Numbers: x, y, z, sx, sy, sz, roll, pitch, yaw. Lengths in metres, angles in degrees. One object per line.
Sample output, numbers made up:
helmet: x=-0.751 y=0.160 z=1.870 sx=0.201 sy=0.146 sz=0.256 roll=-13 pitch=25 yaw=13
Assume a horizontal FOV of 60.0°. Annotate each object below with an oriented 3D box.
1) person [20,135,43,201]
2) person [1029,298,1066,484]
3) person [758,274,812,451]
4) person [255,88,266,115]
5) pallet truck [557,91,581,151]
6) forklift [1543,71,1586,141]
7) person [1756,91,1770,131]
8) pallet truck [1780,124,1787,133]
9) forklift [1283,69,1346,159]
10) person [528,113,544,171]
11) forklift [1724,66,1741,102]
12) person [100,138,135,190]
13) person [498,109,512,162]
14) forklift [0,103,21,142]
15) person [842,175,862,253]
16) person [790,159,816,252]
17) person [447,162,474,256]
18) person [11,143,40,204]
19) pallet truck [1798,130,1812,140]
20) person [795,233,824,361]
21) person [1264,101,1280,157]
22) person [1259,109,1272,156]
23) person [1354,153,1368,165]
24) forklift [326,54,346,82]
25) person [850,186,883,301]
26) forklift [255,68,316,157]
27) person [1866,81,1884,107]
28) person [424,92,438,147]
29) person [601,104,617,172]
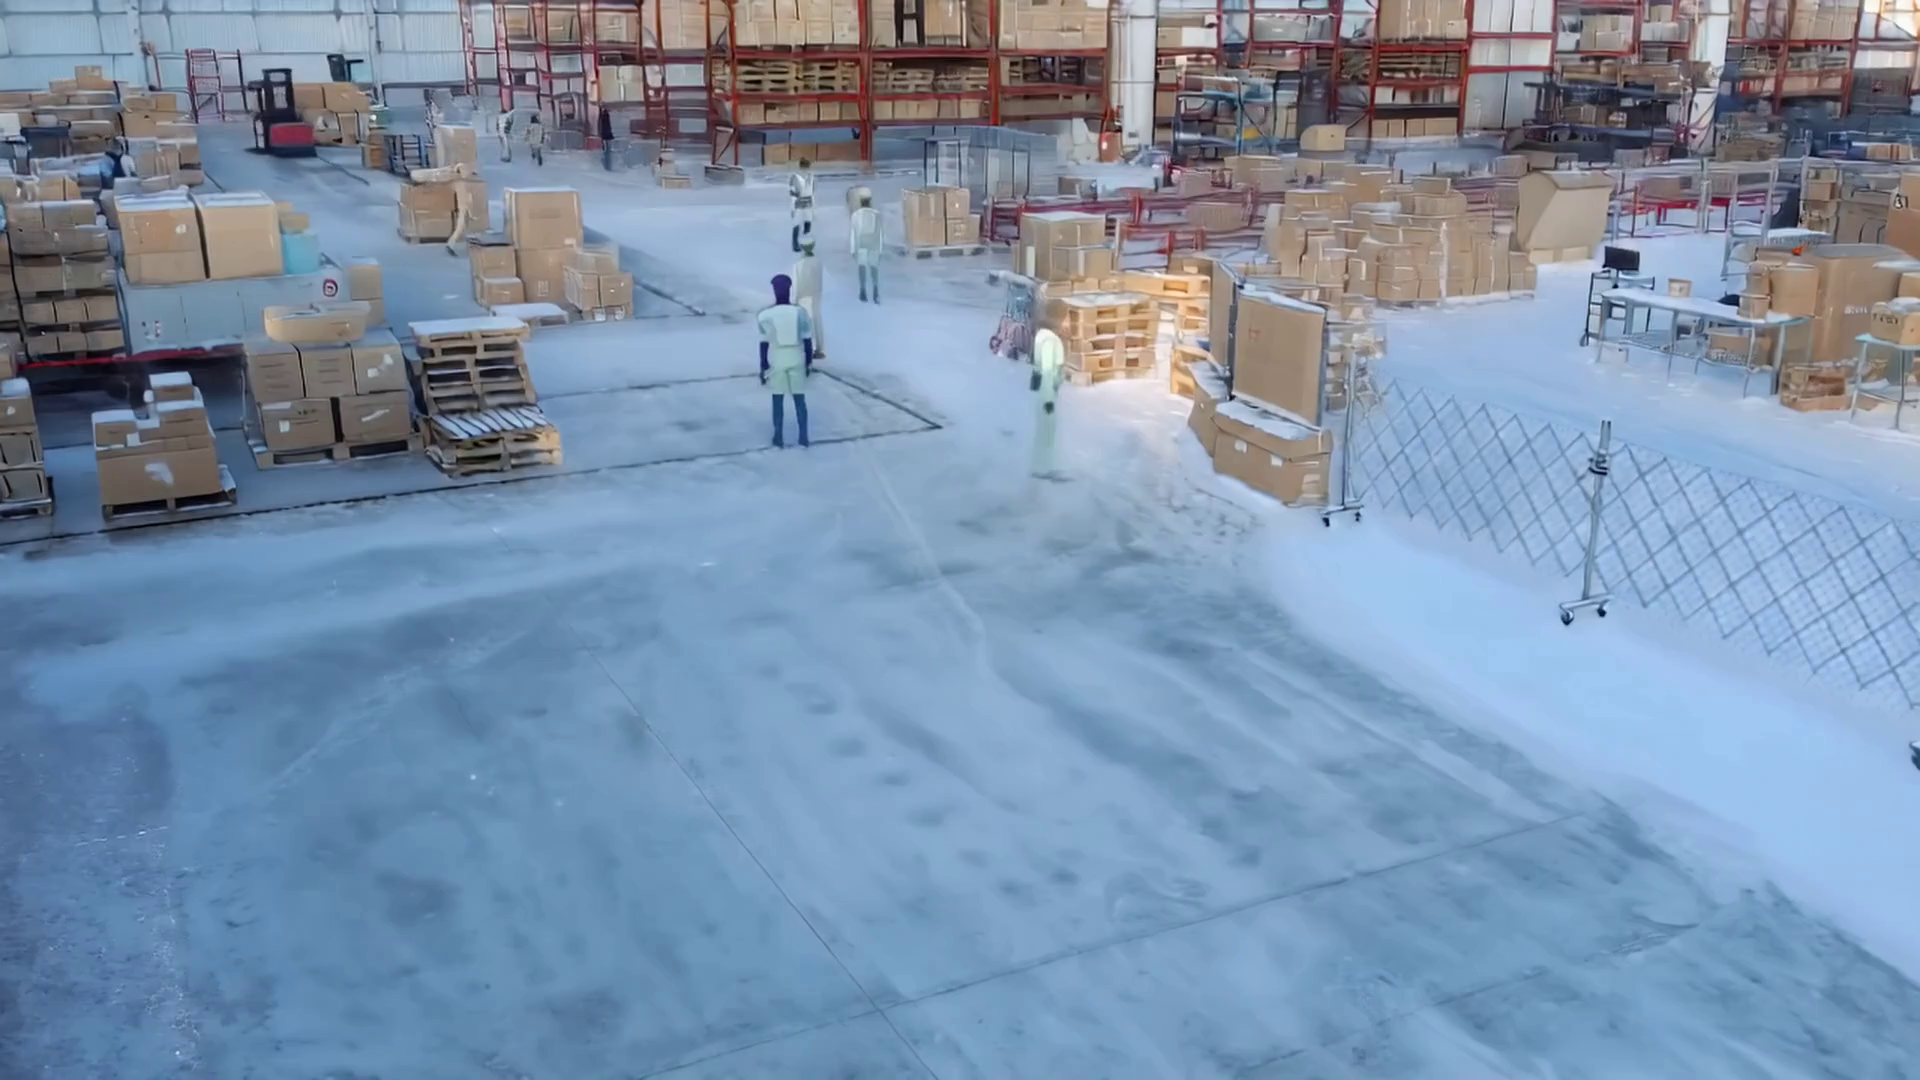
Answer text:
person: x=-23.685 y=-9.467 z=42.350 sx=0.511 sy=1.641 sz=0.307 roll=6 pitch=19 yaw=17
person: x=0.899 y=-1.548 z=17.215 sx=0.377 sy=1.914 sz=0.596 roll=0 pitch=18 yaw=1
person: x=-1.930 y=-1.956 z=18.416 sx=0.604 sy=1.959 sz=0.378 roll=-5 pitch=19 yaw=-16
person: x=-26.933 y=-16.726 z=64.562 sx=0.893 sy=1.903 sz=0.548 roll=10 pitch=20 yaw=29
pallet truck: x=-13.495 y=-14.412 z=57.188 sx=0.823 sy=1.965 sz=1.885 roll=-3 pitch=18 yaw=-9
forklift: x=18.685 y=-13.231 z=52.085 sx=1.873 sy=2.768 sz=1.129 roll=-9 pitch=20 yaw=-26
person: x=30.180 y=-15.985 z=62.475 sx=0.530 sy=1.753 sz=0.537 roll=-9 pitch=20 yaw=-25
pallet truck: x=25.206 y=-12.542 z=52.601 sx=1.601 sy=1.201 sz=0.680 roll=0 pitch=18 yaw=-2
forklift: x=11.615 y=-13.871 z=54.079 sx=1.129 sy=2.768 sz=1.873 roll=-9 pitch=20 yaw=-27
person: x=-12.762 y=-11.985 z=50.113 sx=0.542 sy=1.687 sz=0.392 roll=-16 pitch=24 yaw=-41
forklift: x=26.074 y=-14.826 z=57.056 sx=1.129 sy=2.768 sz=1.873 roll=2 pitch=18 yaw=5
person: x=-18.438 y=-7.773 z=36.420 sx=0.684 sy=2.000 sz=0.538 roll=-16 pitch=24 yaw=-41
person: x=-14.531 y=-12.917 z=53.109 sx=0.514 sy=1.636 sz=0.315 roll=9 pitch=20 yaw=27
forklift: x=-35.172 y=-15.788 z=60.054 sx=1.873 sy=2.768 sz=1.129 roll=10 pitch=20 yaw=29
person: x=-2.079 y=-6.440 z=32.996 sx=0.511 sy=1.575 sz=0.862 roll=-9 pitch=20 yaw=-25
person: x=-3.145 y=-6.626 z=33.083 sx=0.558 sy=1.906 sz=0.894 roll=-7 pitch=19 yaw=-21
person: x=-9.826 y=-6.511 z=32.833 sx=0.588 sy=1.887 sz=0.566 roll=6 pitch=19 yaw=19
person: x=-20.762 y=-7.880 z=37.008 sx=0.583 sy=1.882 sz=0.337 roll=1 pitch=18 yaw=2
pallet truck: x=25.526 y=-11.556 z=49.408 sx=1.630 sy=1.274 sz=0.653 roll=-9 pitch=20 yaw=-26
person: x=-2.106 y=-3.387 z=23.190 sx=0.311 sy=1.768 sz=0.532 roll=12 pitch=21 yaw=33
person: x=10.082 y=-13.235 z=53.709 sx=0.552 sy=1.882 sz=0.973 roll=-12 pitch=21 yaw=-33
person: x=9.580 y=-12.565 z=51.916 sx=0.538 sy=1.696 sz=0.317 roll=5 pitch=18 yaw=14
person: x=8.481 y=-7.269 z=35.235 sx=0.903 sy=1.792 sz=0.613 roll=-6 pitch=19 yaw=-19
forklift: x=-26.571 y=-19.320 z=71.065 sx=1.873 sy=2.768 sz=1.129 roll=1 pitch=18 yaw=4
person: x=-1.545 y=-4.902 z=27.662 sx=0.555 sy=1.922 sz=0.722 roll=-4 pitch=18 yaw=-12
forklift: x=-22.375 y=-14.116 z=54.842 sx=1.873 sy=2.768 sz=1.129 roll=13 pitch=22 yaw=34
person: x=36.068 y=-17.094 z=65.578 sx=0.532 sy=1.978 sz=0.620 roll=-9 pitch=20 yaw=-26
person: x=-18.600 y=-14.793 z=58.519 sx=0.391 sy=1.912 sz=0.589 roll=-11 pitch=21 yaw=-32
person: x=-10.524 y=-12.003 z=49.679 sx=0.374 sy=1.997 sz=0.614 roll=-7 pitch=19 yaw=-21
